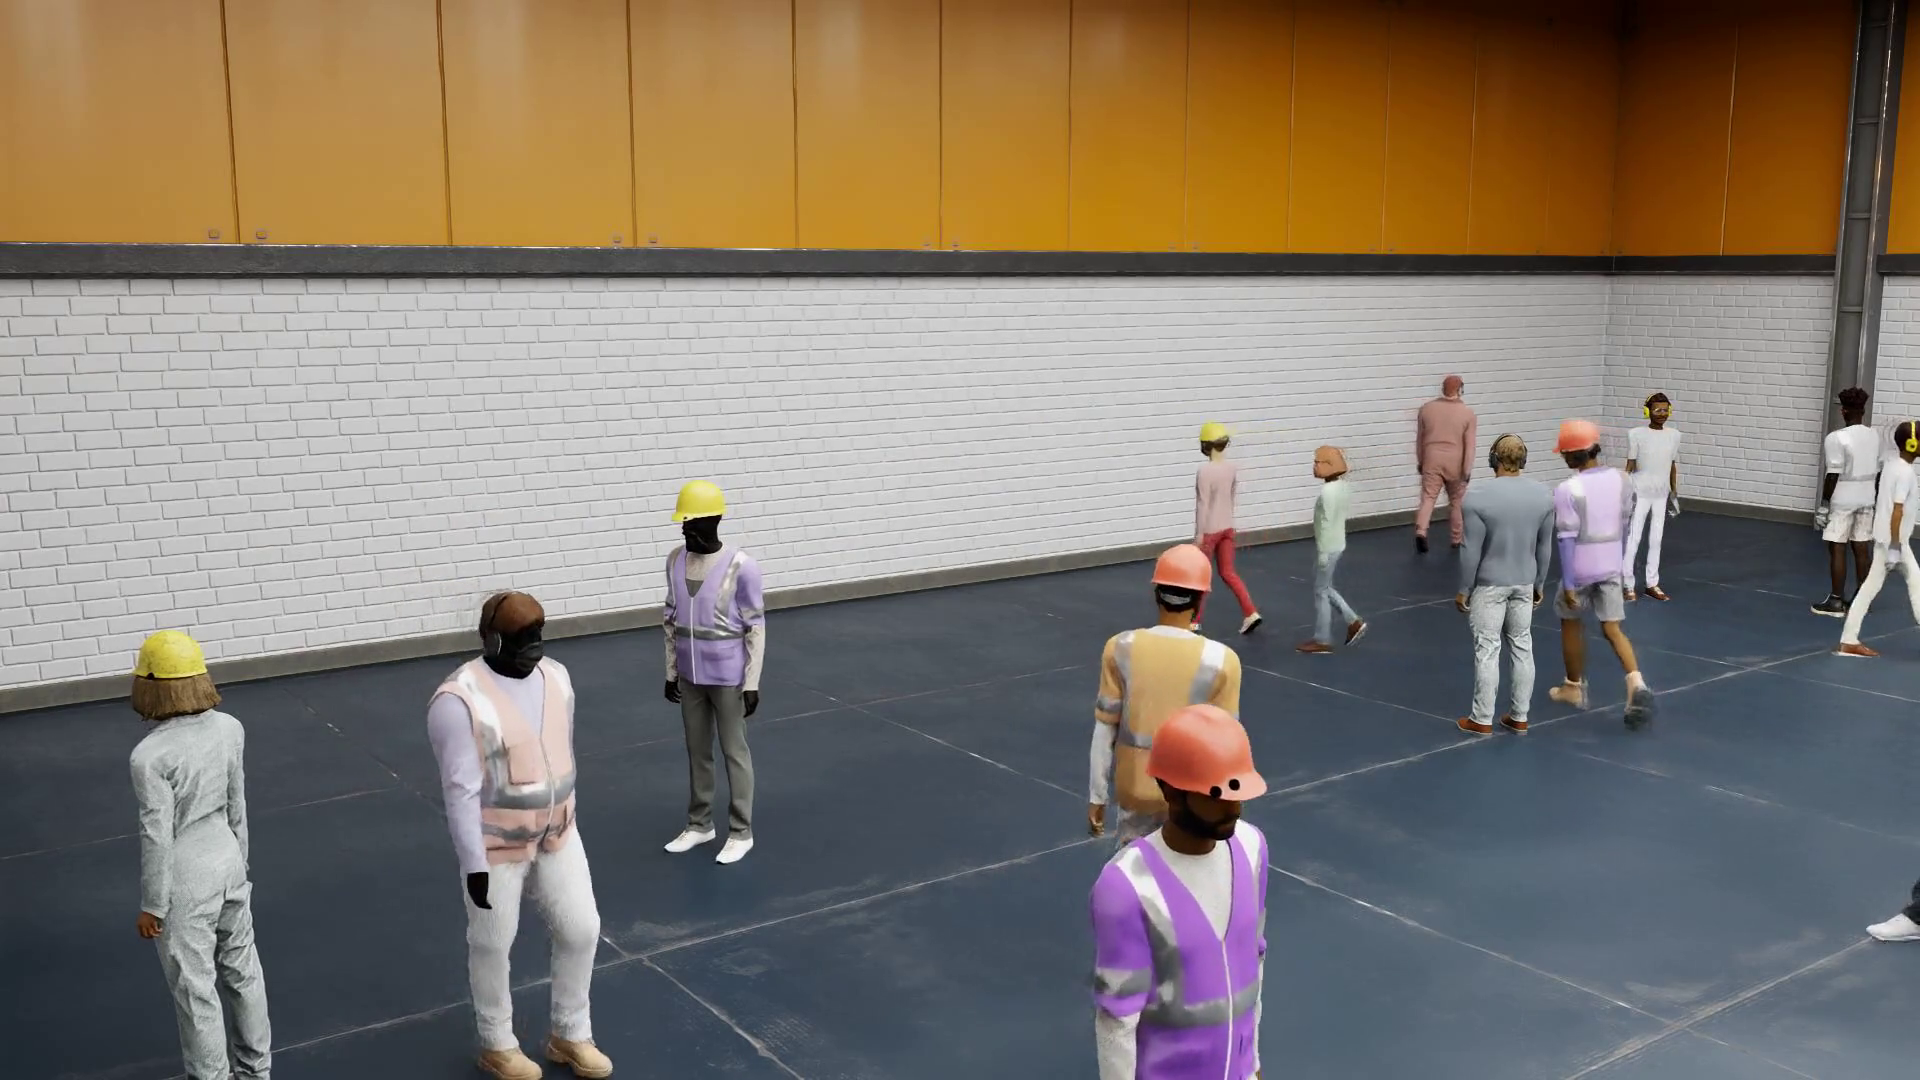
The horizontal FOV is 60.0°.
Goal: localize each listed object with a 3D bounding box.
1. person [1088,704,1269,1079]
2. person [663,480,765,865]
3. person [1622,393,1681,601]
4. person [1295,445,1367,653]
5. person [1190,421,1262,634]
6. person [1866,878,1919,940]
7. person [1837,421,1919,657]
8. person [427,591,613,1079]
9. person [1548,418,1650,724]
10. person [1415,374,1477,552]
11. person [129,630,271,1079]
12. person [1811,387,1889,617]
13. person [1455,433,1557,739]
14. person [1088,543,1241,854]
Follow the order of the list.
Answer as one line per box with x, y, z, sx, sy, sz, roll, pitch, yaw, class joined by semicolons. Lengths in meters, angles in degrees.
0.591;1.337;4.097;0.585;1.921;0.473;-6;11;-34;person
-1.249;0.655;8.292;0.592;1.925;0.385;6;11;31;person
6.185;-0.383;14.870;0.512;1.873;0.329;-1;9;-7;person
2.845;0.080;12.755;0.435;1.621;0.514;4;10;22;person
2.084;-0.082;13.461;0.648;1.771;0.534;8;12;42;person
4.527;0.889;7.061;0.954;1.867;0.618;1;9;7;person
7.172;0.018;12.543;0.941;1.818;0.555;2;10;14;person
-1.539;1.092;5.935;0.643;1.822;0.631;7;12;38;person
4.178;0.200;10.907;0.635;1.994;0.912;-2;9;-13;person
5.093;-0.808;17.475;0.649;1.877;0.890;5;10;27;person
-2.638;1.166;5.707;0.324;1.743;0.490;2;10;15;person
7.590;-0.323;14.209;0.612;1.962;0.363;-3;10;-17;person
3.420;0.291;10.504;0.630;1.940;0.372;-2;9;-13;person
0.798;0.966;6.417;0.553;1.912;0.471;4;10;26;person
